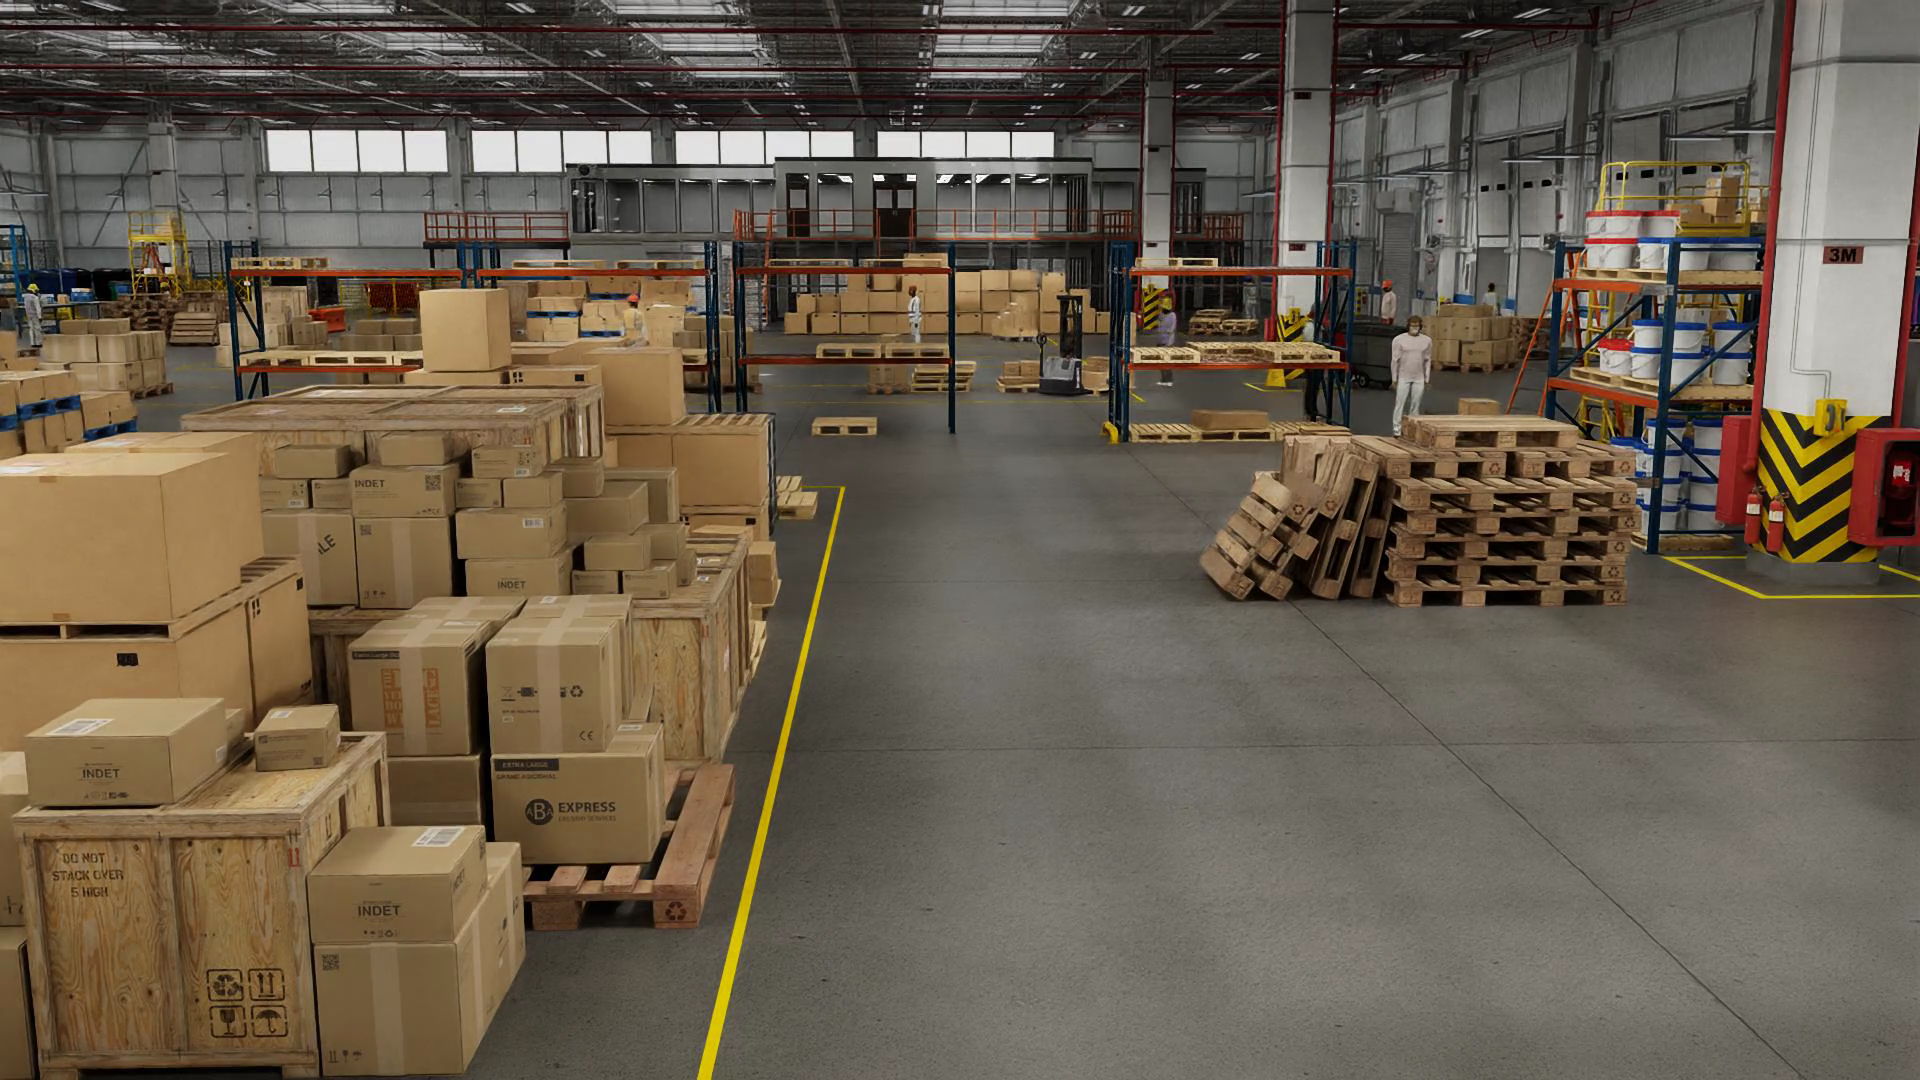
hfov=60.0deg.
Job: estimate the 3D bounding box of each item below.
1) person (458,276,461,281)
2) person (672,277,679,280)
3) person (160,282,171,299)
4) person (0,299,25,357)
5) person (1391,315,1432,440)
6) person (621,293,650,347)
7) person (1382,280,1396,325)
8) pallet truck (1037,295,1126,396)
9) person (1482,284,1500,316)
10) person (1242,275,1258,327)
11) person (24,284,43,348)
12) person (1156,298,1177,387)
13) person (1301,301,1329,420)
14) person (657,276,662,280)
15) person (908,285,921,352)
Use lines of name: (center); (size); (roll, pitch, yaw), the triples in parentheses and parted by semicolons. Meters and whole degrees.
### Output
person: (-17.438, -8.369, 58.371); (0.355, 1.887, 0.574); (-8, 13, -37)
person: (-9.258, -7.612, 54.125); (0.751, 1.892, 0.558); (8, 13, 37)
person: (-25.475, -7.404, 53.422); (0.319, 1.734, 0.483); (-4, 11, -23)
person: (-23.884, -5.243, 41.754); (0.523, 1.585, 0.825); (0, 10, 0)
person: (6.817, -2.427, 25.141); (0.627, 1.933, 0.371); (-1, 10, -5)
person: (-6.990, -4.354, 35.922); (0.553, 1.917, 0.589); (6, 12, 29)
person: (11.655, -6.082, 45.357); (0.391, 1.986, 0.609); (-2, 10, -12)
pallet truck: (2.483, -3.881, 33.060); (1.885, 1.965, 0.823); (-7, 13, -36)
person: (15.475, -6.587, 48.658); (0.548, 1.808, 1.053); (-1, 10, -8)
person: (9.790, -8.015, 56.239); (0.605, 1.944, 0.403); (-7, 12, -34)
person: (-26.435, -6.399, 47.547); (0.600, 1.829, 0.404); (6, 12, 30)
person: (4.282, -4.151, 34.925); (0.386, 1.877, 0.740); (-5, 11, -25)
person: (6.108, -3.089, 28.526); (0.535, 2.000, 0.760); (2, 10, 11)
person: (-11.012, -8.764, 60.567); (0.656, 1.899, 0.596); (7, 12, 33)
person: (-1.211, -5.836, 44.310); (0.353, 1.877, 0.573); (-3, 11, -18)
